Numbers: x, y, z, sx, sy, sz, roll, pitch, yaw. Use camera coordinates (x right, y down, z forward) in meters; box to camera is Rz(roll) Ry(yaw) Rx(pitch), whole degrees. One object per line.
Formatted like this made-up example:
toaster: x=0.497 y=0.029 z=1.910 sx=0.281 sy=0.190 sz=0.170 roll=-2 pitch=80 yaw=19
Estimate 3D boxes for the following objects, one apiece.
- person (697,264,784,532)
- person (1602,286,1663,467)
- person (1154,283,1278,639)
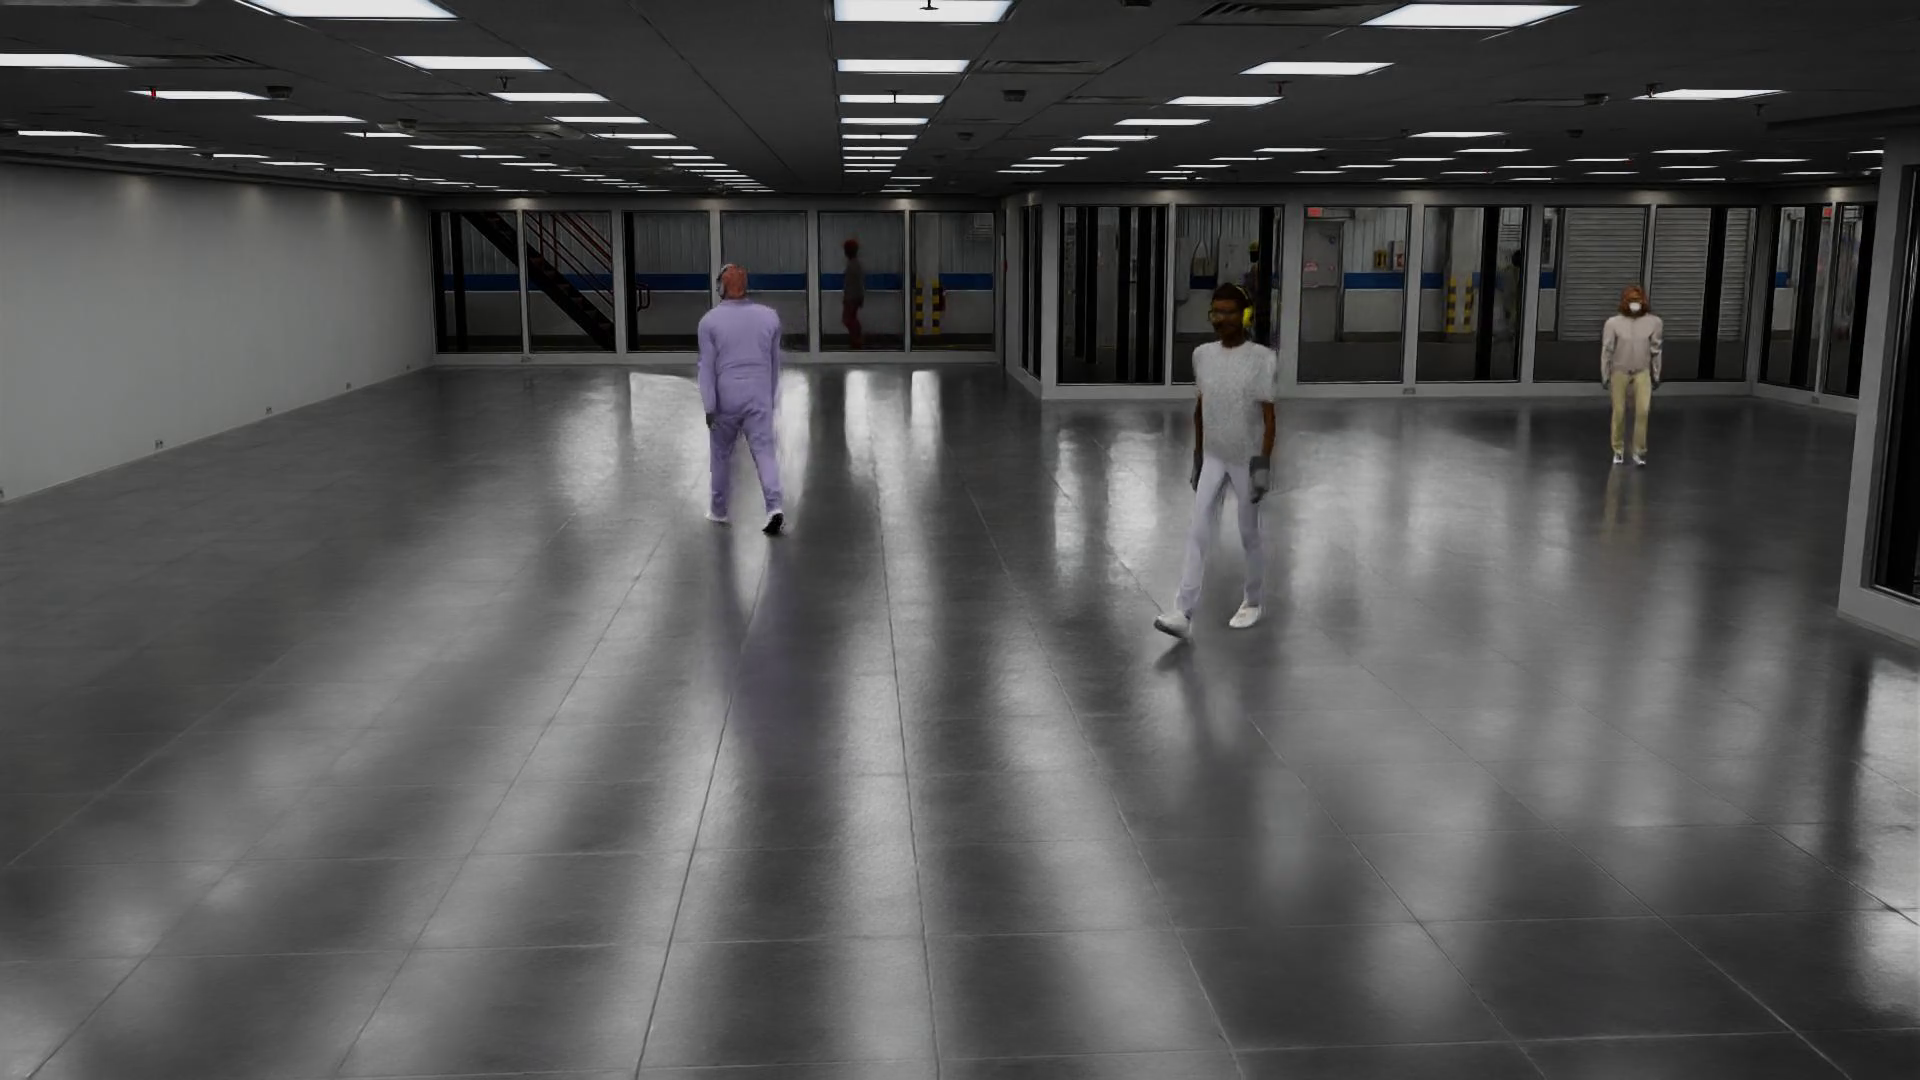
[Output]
person: x=-1.524 y=-0.996 z=11.672 sx=0.629 sy=1.871 sz=0.964 roll=-5 pitch=12 yaw=-25
person: x=5.973 y=-1.439 z=14.782 sx=0.507 sy=1.598 sz=0.779 roll=3 pitch=11 yaw=15
person: x=1.352 y=-0.389 z=8.517 sx=0.554 sy=1.818 sz=0.957 roll=8 pitch=13 yaw=36
